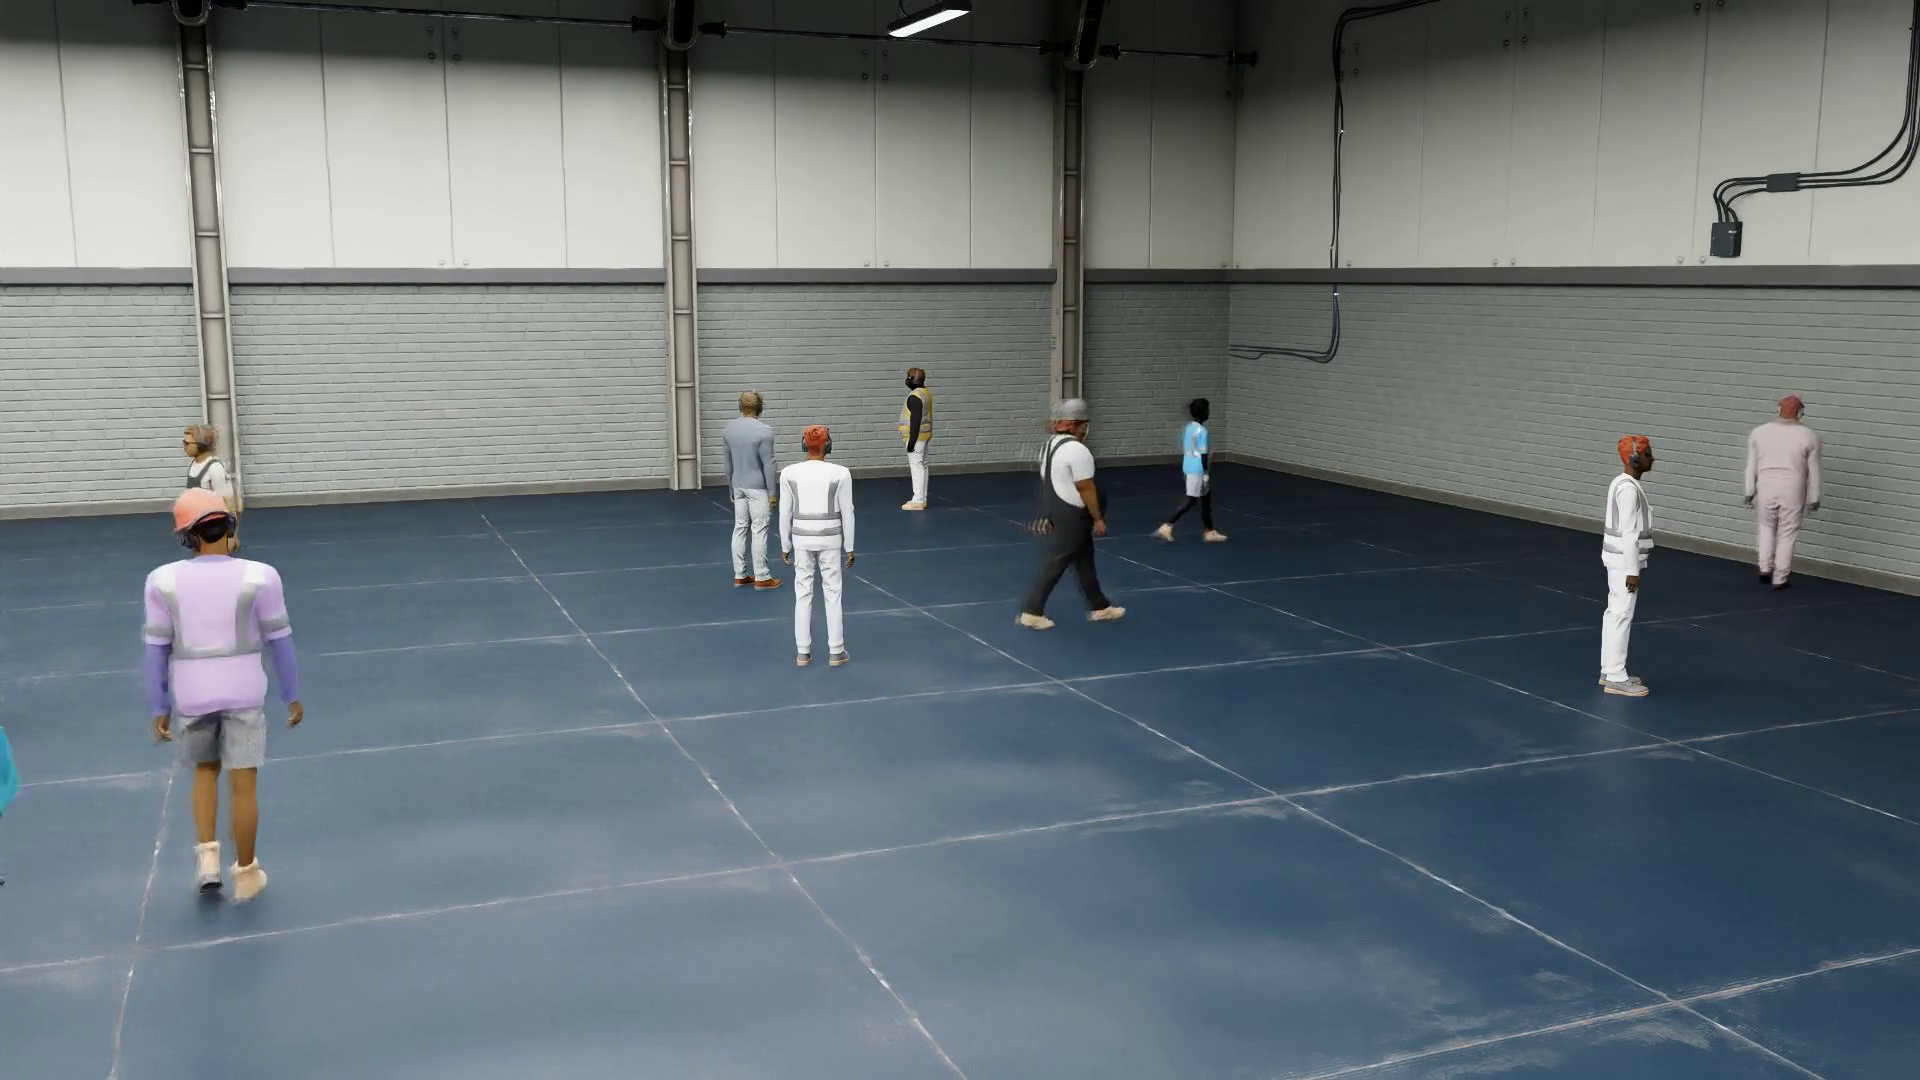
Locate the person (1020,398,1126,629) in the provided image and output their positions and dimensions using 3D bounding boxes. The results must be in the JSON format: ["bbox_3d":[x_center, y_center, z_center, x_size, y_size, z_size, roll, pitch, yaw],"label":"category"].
[{"bbox_3d":[0.957,-0.258,14.337,1.033,2.000,0.686,-2,9,-12],"label":"person"}]

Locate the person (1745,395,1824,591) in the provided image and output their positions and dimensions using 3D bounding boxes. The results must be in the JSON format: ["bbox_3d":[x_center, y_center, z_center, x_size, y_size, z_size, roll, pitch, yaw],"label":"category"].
[{"bbox_3d":[7.981,-0.459,16.076,0.669,1.886,0.517,8,12,41],"label":"person"}]

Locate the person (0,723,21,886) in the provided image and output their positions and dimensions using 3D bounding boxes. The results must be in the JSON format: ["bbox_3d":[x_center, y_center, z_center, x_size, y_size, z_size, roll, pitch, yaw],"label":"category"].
[{"bbox_3d":[-4.819,0.856,7.992,0.568,1.830,0.426,2,9,15],"label":"person"}]

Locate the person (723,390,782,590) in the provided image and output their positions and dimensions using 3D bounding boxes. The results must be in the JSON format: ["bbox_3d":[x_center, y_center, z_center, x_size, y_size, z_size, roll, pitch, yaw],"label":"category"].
[{"bbox_3d":[-2.002,-0.484,16.072,0.636,1.939,0.364,7,11,36],"label":"person"}]

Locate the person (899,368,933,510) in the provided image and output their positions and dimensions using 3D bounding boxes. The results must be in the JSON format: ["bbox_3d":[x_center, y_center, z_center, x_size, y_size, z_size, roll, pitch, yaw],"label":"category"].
[{"bbox_3d":[-0.573,-1.313,21.574,0.429,1.846,0.630,2,9,11],"label":"person"}]

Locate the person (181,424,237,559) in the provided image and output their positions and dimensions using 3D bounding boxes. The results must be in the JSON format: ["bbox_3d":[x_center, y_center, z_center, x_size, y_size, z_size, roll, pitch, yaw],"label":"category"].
[{"bbox_3d":[-6.272,-0.091,14.045,0.924,1.812,0.511,-8,12,-40],"label":"person"}]

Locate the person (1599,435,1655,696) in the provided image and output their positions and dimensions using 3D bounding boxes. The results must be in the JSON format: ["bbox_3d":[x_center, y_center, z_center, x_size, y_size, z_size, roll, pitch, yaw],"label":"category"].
[{"bbox_3d":[4.853,0.179,12.083,0.356,1.884,0.574,2,9,15],"label":"person"}]

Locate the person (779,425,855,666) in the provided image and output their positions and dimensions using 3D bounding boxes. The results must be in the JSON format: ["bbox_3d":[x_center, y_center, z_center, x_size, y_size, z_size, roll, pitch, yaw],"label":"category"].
[{"bbox_3d":[-1.107,0.044,12.930,0.585,1.882,0.337,1,9,5],"label":"person"}]

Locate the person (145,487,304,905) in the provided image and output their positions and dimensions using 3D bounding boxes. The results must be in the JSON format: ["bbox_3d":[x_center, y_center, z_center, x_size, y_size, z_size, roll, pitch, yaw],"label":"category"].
[{"bbox_3d":[-3.539,0.755,8.046,0.656,2.018,0.447,-2,9,-11],"label":"person"}]

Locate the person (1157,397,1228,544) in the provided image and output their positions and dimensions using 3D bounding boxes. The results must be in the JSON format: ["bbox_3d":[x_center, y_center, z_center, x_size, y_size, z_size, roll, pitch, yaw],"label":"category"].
[{"bbox_3d":[2.626,-0.783,18.781,0.829,1.665,0.532,-1,9,-7],"label":"person"}]
